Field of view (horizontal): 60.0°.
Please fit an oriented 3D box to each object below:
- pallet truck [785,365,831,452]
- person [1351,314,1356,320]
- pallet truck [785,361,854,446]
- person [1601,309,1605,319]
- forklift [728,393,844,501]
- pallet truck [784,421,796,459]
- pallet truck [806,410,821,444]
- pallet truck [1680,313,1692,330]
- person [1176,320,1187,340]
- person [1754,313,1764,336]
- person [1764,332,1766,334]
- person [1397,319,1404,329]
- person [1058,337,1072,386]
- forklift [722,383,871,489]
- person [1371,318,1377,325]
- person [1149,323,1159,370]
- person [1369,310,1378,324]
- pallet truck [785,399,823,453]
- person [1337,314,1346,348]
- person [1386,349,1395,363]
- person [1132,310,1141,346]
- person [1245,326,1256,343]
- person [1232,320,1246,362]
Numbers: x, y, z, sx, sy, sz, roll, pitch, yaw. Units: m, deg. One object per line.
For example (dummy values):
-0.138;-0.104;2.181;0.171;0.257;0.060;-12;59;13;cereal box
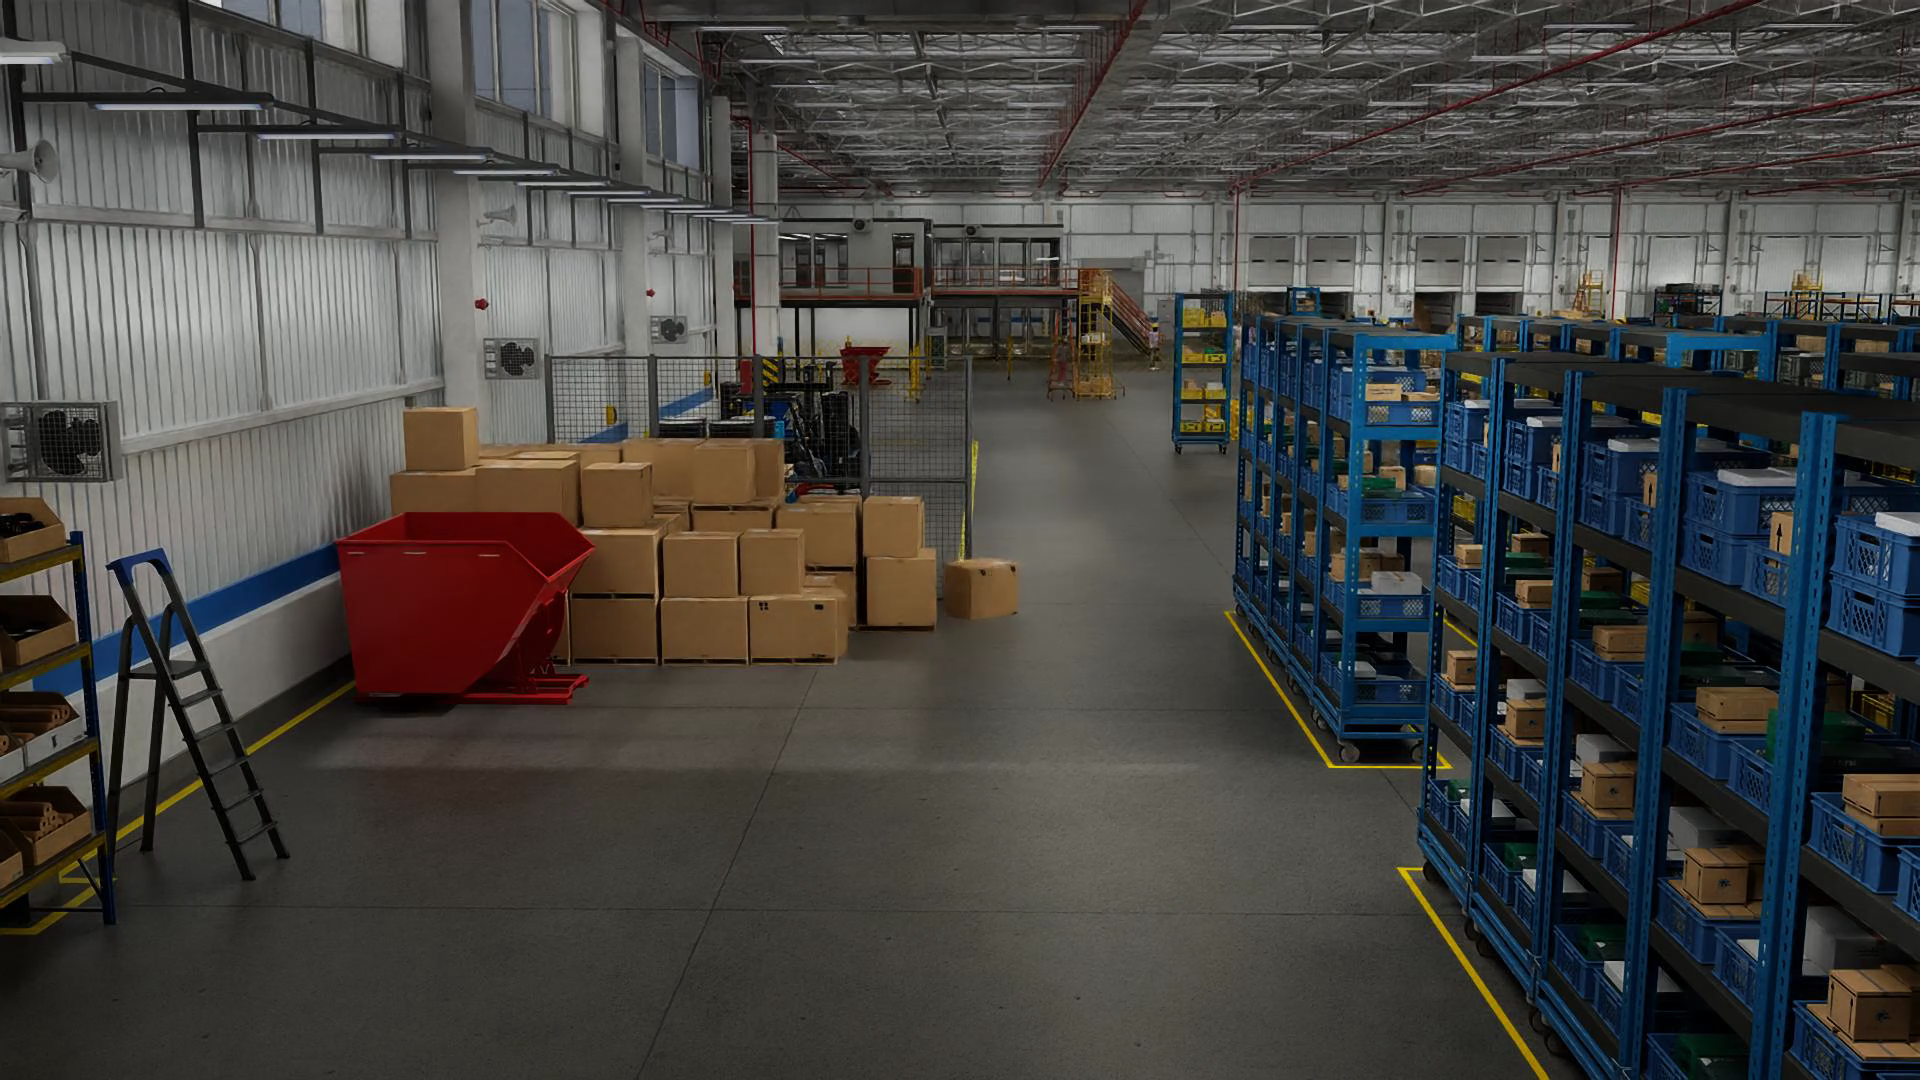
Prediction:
-3.774;-2.976;37.635;1.885;1.965;0.823;1;9;5;pallet truck
21.655;-11.566;91.457;0.876;1.726;0.528;-1;9;-7;person
-3.410;-3.193;38.978;1.885;1.965;0.823;0;9;-1;pallet truck
36.392;-12.075;93.844;0.434;1.981;0.633;0;9;-2;person
-2.979;-1.316;26.476;2.680;1.987;1.157;0;9;1;forklift
-4.013;-1.793;32.705;1.601;1.201;0.680;0;9;1;pallet truck
-3.559;-2.018;33.905;1.522;1.261;0.704;0;9;-1;pallet truck
36.315;-10.531;84.244;0.823;1.965;1.885;-6;11;-33;pallet truck
12.875;-12.458;96.243;0.649;1.954;0.925;4;10;25;person
42.275;-11.096;88.222;0.933;1.849;0.606;-2;9;-11;person
39.069;-9.811;80.278;0.429;1.845;0.621;1;9;8;person
20.542;-9.410;77.759;0.430;1.854;0.532;2;9;9;person
3.811;-6.366;59.300;0.710;1.741;0.548;-3;10;-17;person
-2.893;-1.687;28.729;2.680;1.987;1.157;0;9;-1;forklift
21.279;-10.589;85.522;0.537;1.695;0.320;6;11;34;person
8.067;-8.034;69.049;0.359;1.929;0.593;7;12;38;person
23.644;-12.168;94.705;0.655;1.886;0.628;-4;10;-22;person
-3.814;-2.432;36.419;1.630;1.274;0.653;0;9;1;pallet truck
20.204;-11.030;87.902;0.632;1.816;0.869;-6;11;-31;person
14.759;-6.025;56.961;1.014;1.828;0.594;1;9;4;person
9.579;-11.447;90.038;0.605;1.949;0.382;-8;12;-42;person
12.440;-8.484;71.486;0.394;2.040;0.609;-4;10;-22;person
12.528;-8.925;74.595;0.623;1.918;0.479;-5;10;-27;person
